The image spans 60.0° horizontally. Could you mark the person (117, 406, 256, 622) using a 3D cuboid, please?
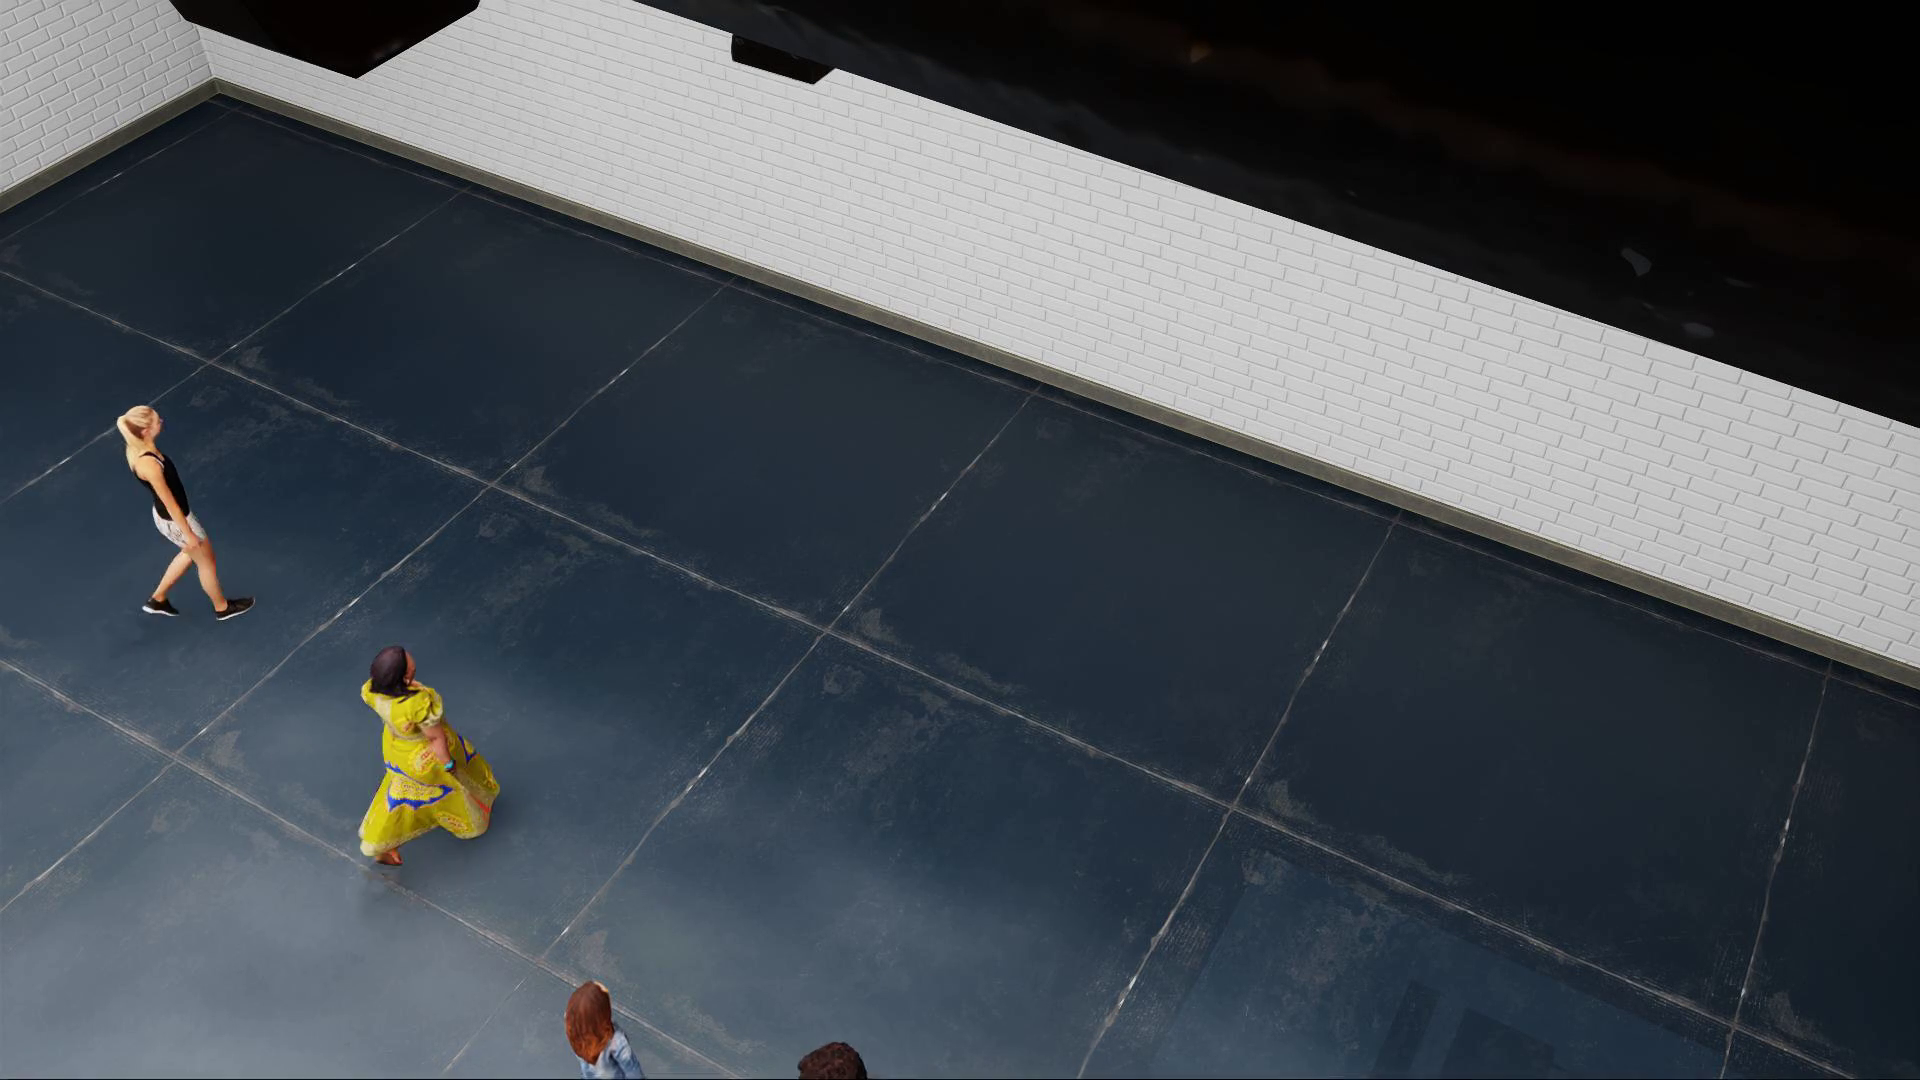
[{"bbox_3d":[-5.183,-0.105,10.806,0.986,1.829,0.817,-27,50,-25],"label":"person"}]

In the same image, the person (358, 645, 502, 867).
[{"bbox_3d":[-3.135,1.267,9.511,0.759,1.639,1.156,21,48,21],"label":"person"}]

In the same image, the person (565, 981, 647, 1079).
[{"bbox_3d":[-1.736,2.631,8.192,0.557,1.474,0.484,24,48,23],"label":"person"}]
